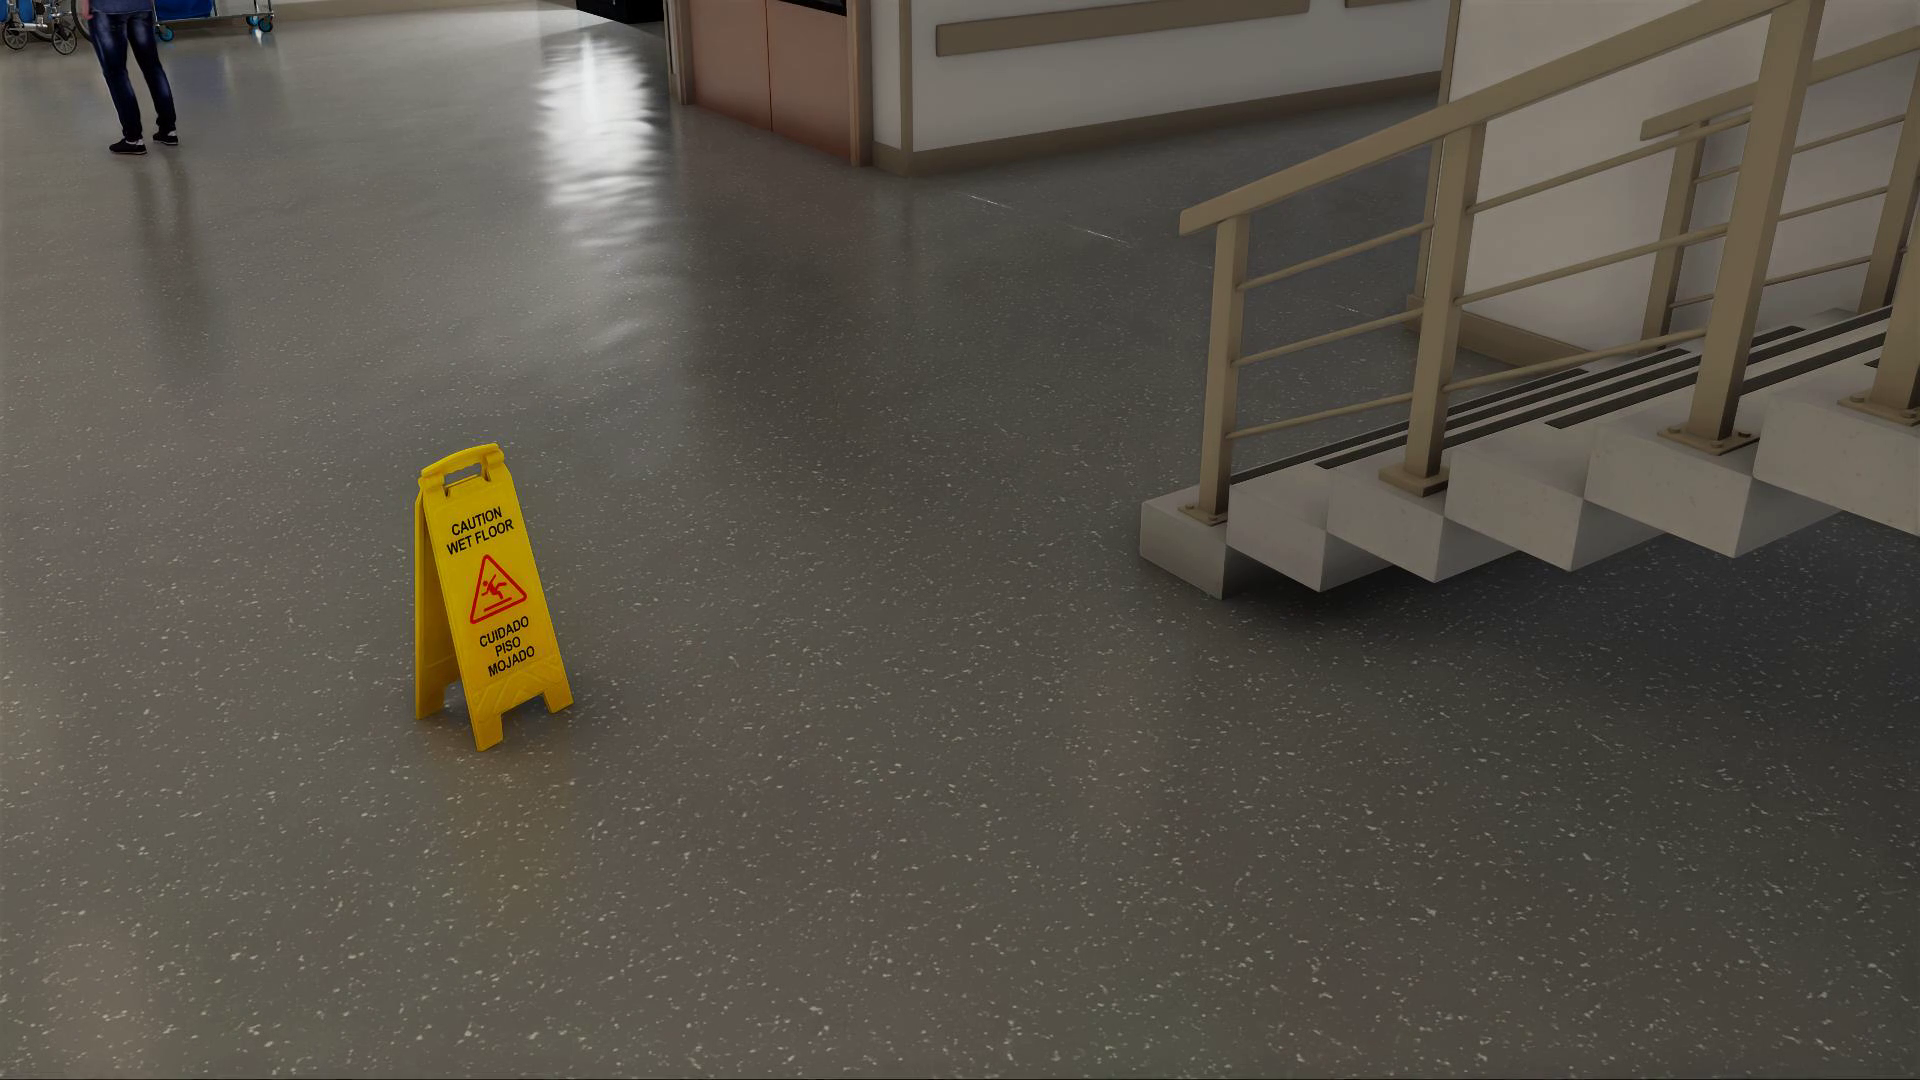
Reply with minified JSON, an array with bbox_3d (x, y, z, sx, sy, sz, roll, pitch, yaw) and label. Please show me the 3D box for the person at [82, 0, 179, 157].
[{"bbox_3d":[-5.399,-3.421,10.672,0.769,1.826,0.797,13,29,25],"label":"person"}]
